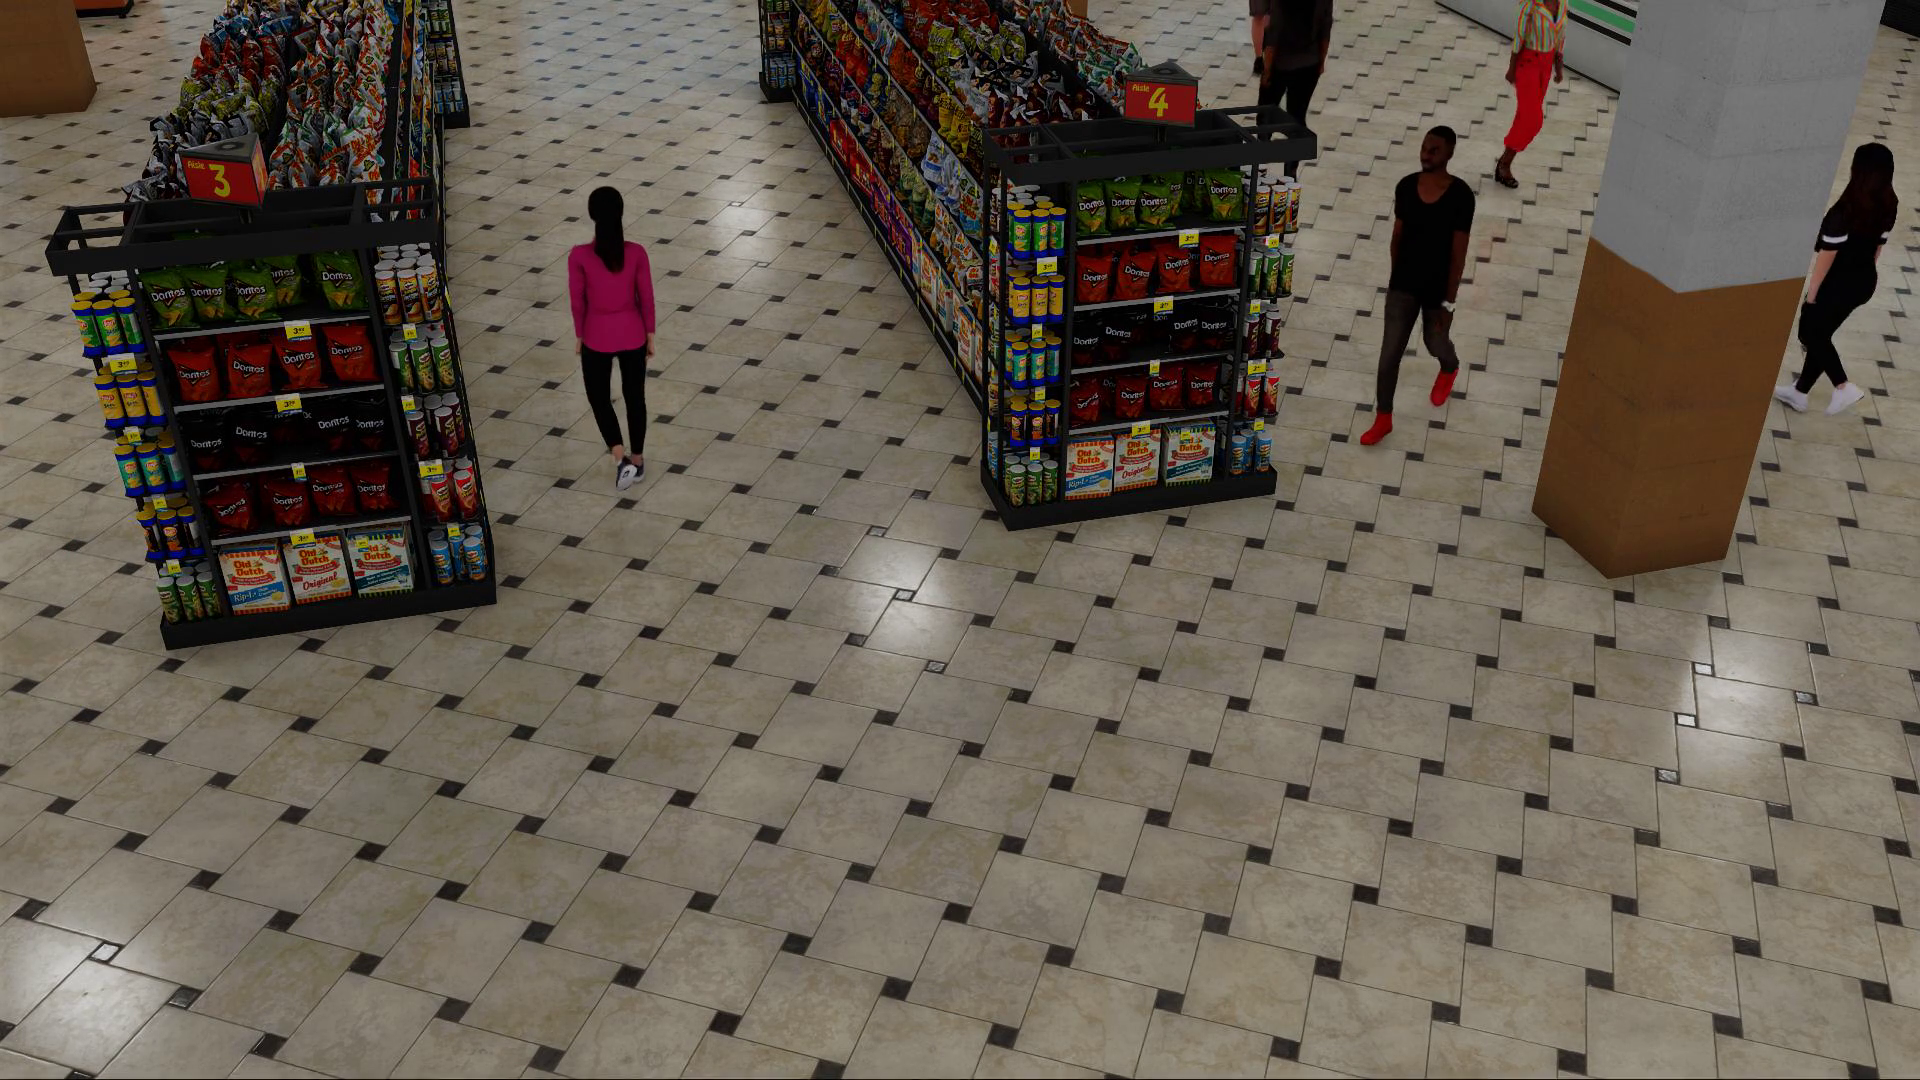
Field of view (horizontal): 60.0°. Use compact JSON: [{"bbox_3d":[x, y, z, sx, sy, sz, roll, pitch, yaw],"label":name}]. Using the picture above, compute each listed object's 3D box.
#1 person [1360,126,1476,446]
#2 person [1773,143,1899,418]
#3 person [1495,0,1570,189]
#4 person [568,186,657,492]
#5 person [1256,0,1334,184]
[{"bbox_3d":[2.646,-1.430,9.308,1.170,1.770,1.153,22,38,31],"label":"person"},{"bbox_3d":[5.051,-1.417,9.423,0.632,1.626,0.855,-10,33,-16],"label":"person"},{"bbox_3d":[4.324,-3.579,12.753,0.662,1.779,0.738,-15,35,-23],"label":"person"},{"bbox_3d":[-1.792,-0.993,8.686,0.595,1.685,0.848,-9,33,-14],"label":"person"},{"bbox_3d":[2.543,-3.509,12.599,0.752,1.823,0.835,-2,32,-4],"label":"person"}]
